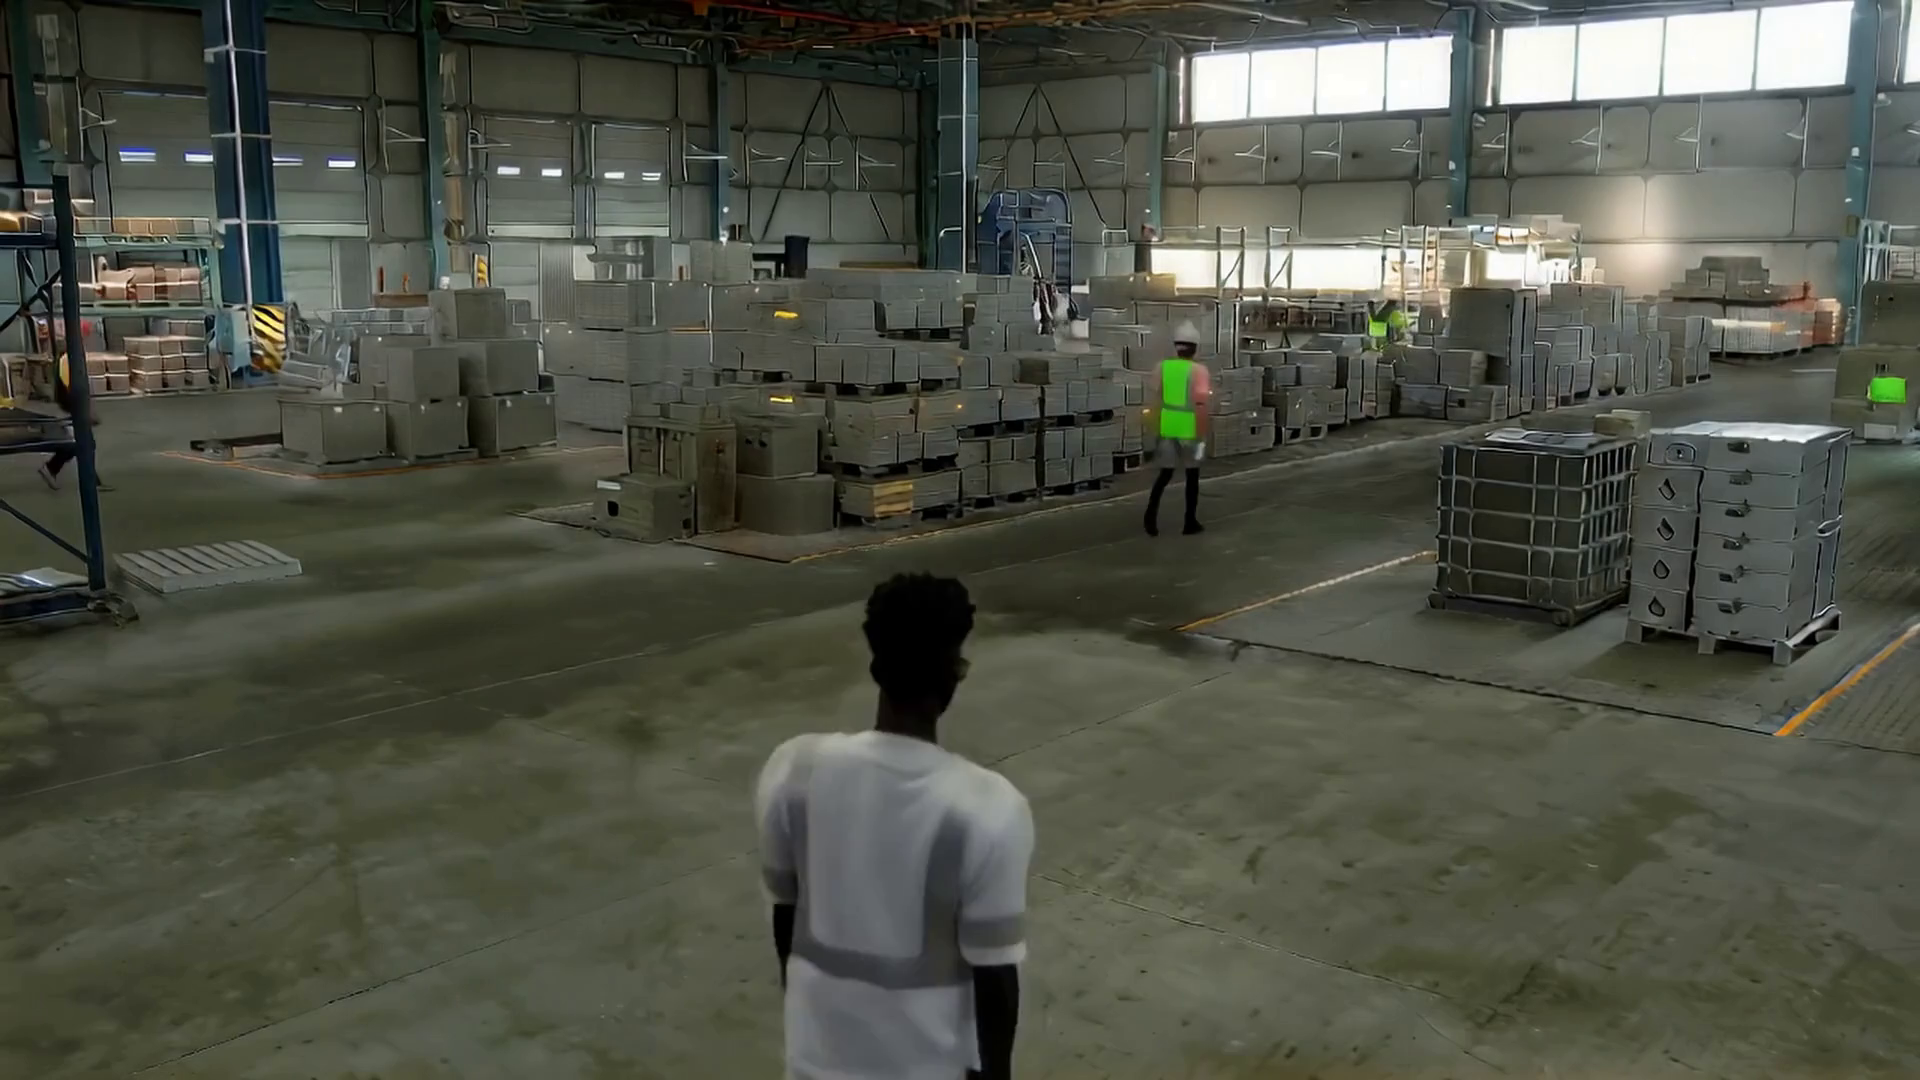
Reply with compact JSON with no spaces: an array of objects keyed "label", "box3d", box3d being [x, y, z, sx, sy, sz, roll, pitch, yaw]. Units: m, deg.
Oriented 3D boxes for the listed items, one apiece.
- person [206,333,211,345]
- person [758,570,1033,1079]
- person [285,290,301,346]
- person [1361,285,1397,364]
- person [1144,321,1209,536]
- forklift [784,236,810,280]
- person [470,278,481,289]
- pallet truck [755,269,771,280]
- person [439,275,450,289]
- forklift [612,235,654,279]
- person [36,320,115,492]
[{"label":"person","box3d":[-15.784,-4.429,34.479,0.453,1.868,0.611,-6,12,-32]},{"label":"person","box3d":[-0.150,1.010,3.402,0.623,1.925,0.995,3,11,19]},{"label":"person","box3d":[-14.841,-4.730,36.878,0.457,1.620,0.546,-5,11,-28]},{"label":"person","box3d":[7.636,-3.677,30.159,0.780,1.890,0.616,-9,14,-43]},{"label":"person","box3d":[1.903,-0.958,14.609,0.549,1.913,0.778,6,12,31]},{"label":"forklift","box3d":[-3.888,-5.888,39.916,1.873,2.768,1.129,2,10,14]},{"label":"person","box3d":[-10.690,-4.856,36.887,0.651,1.878,1.032,-3,11,-18]},{"label":"pallet truck","box3d":[-4.996,-6.432,45.525,1.885,1.965,0.823,-6,12,-32]},{"label":"person","box3d":[-11.698,-5.061,37.892,0.547,1.938,0.359,-7,12,-35]},{"label":"forklift","box3d":[-7.300,-5.450,37.421,1.873,2.768,1.129,8,13,40]},{"label":"person","box3d":[-9.186,-1.365,17.169,0.633,1.825,0.530,-6,12,-31]}]
